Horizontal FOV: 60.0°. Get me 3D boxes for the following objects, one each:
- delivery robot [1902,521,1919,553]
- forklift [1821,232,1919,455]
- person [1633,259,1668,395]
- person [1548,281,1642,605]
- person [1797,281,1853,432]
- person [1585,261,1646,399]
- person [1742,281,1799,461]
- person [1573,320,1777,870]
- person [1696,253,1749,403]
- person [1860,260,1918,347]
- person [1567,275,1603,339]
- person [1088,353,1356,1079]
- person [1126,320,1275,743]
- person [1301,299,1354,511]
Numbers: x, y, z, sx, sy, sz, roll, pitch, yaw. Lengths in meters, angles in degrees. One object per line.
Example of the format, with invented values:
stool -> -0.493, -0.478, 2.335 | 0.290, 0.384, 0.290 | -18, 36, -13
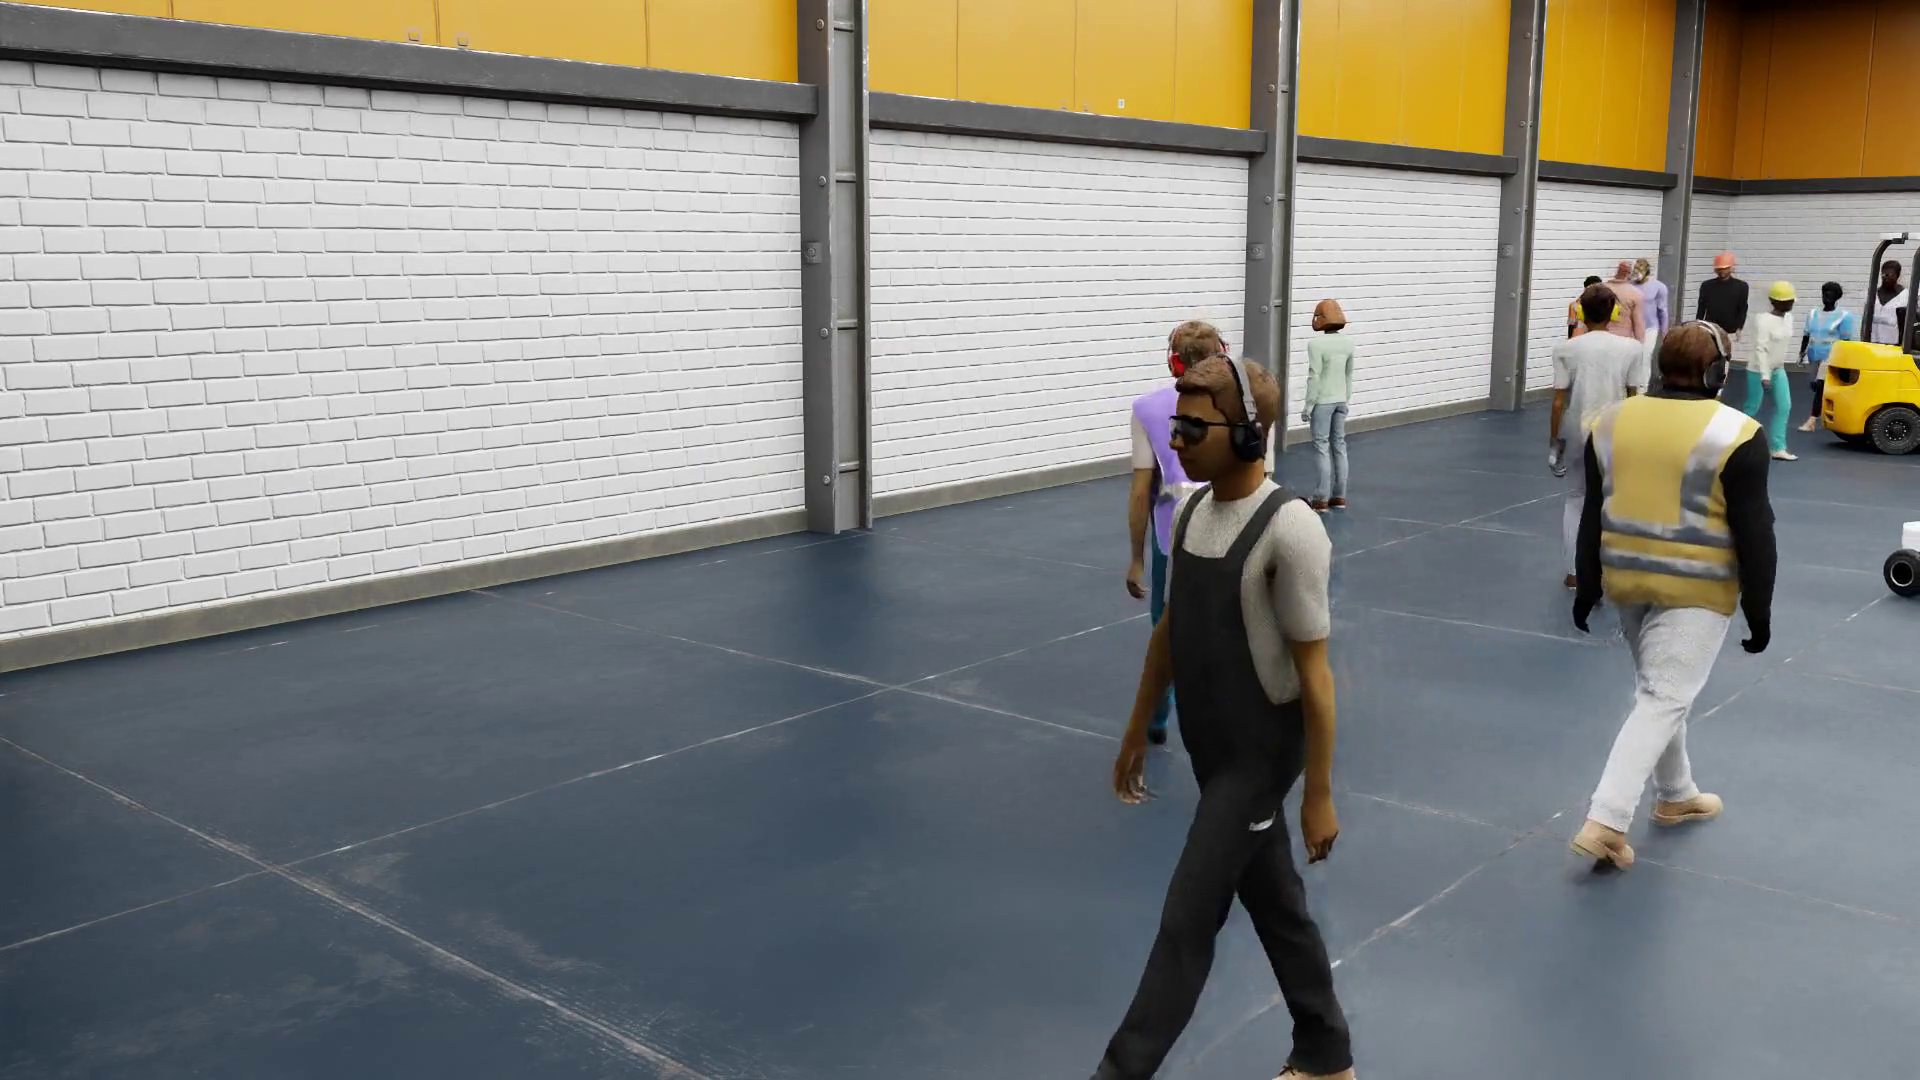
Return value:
delivery robot -> 5.798, 0.042, 9.525 | 0.477, 0.478, 0.707 | -4, 11, -23
forklift -> 9.955, -1.972, 16.595 | 2.313, 2.155, 1.214 | 1, 10, 8
person -> 8.780, -2.684, 21.540 | 0.636, 1.885, 0.923 | 8, 13, 39
person -> 3.666, -0.564, 9.602 | 0.523, 1.849, 0.854 | 3, 10, 17
person -> 9.643, -2.039, 18.465 | 0.803, 1.672, 0.533 | -5, 11, -25
person -> 7.377, -2.190, 18.750 | 0.716, 1.884, 0.395 | 9, 14, 43
person -> 7.700, -1.595, 15.800 | 0.540, 1.704, 0.745 | -5, 11, -27
person -> 2.347, 0.171, 5.540 | 0.952, 1.803, 0.644 | -6, 12, -31
person -> 9.852, -2.725, 21.544 | 0.608, 1.955, 0.759 | 5, 11, 24
person -> 10.176, -2.137, 18.416 | 0.863, 1.879, 0.613 | -7, 12, -33
person -> 7.768, -2.414, 20.550 | 0.532, 1.690, 0.319 | 3, 10, 17
person -> 0.529, 0.491, 3.703 | 0.966, 1.791, 0.538 | -3, 11, -19
person -> 0.925, 0.044, 6.405 | 0.574, 1.737, 1.101 | -1, 10, -3
person -> 2.842, -1.040, 12.886 | 0.509, 1.631, 0.267 | -8, 13, -37
